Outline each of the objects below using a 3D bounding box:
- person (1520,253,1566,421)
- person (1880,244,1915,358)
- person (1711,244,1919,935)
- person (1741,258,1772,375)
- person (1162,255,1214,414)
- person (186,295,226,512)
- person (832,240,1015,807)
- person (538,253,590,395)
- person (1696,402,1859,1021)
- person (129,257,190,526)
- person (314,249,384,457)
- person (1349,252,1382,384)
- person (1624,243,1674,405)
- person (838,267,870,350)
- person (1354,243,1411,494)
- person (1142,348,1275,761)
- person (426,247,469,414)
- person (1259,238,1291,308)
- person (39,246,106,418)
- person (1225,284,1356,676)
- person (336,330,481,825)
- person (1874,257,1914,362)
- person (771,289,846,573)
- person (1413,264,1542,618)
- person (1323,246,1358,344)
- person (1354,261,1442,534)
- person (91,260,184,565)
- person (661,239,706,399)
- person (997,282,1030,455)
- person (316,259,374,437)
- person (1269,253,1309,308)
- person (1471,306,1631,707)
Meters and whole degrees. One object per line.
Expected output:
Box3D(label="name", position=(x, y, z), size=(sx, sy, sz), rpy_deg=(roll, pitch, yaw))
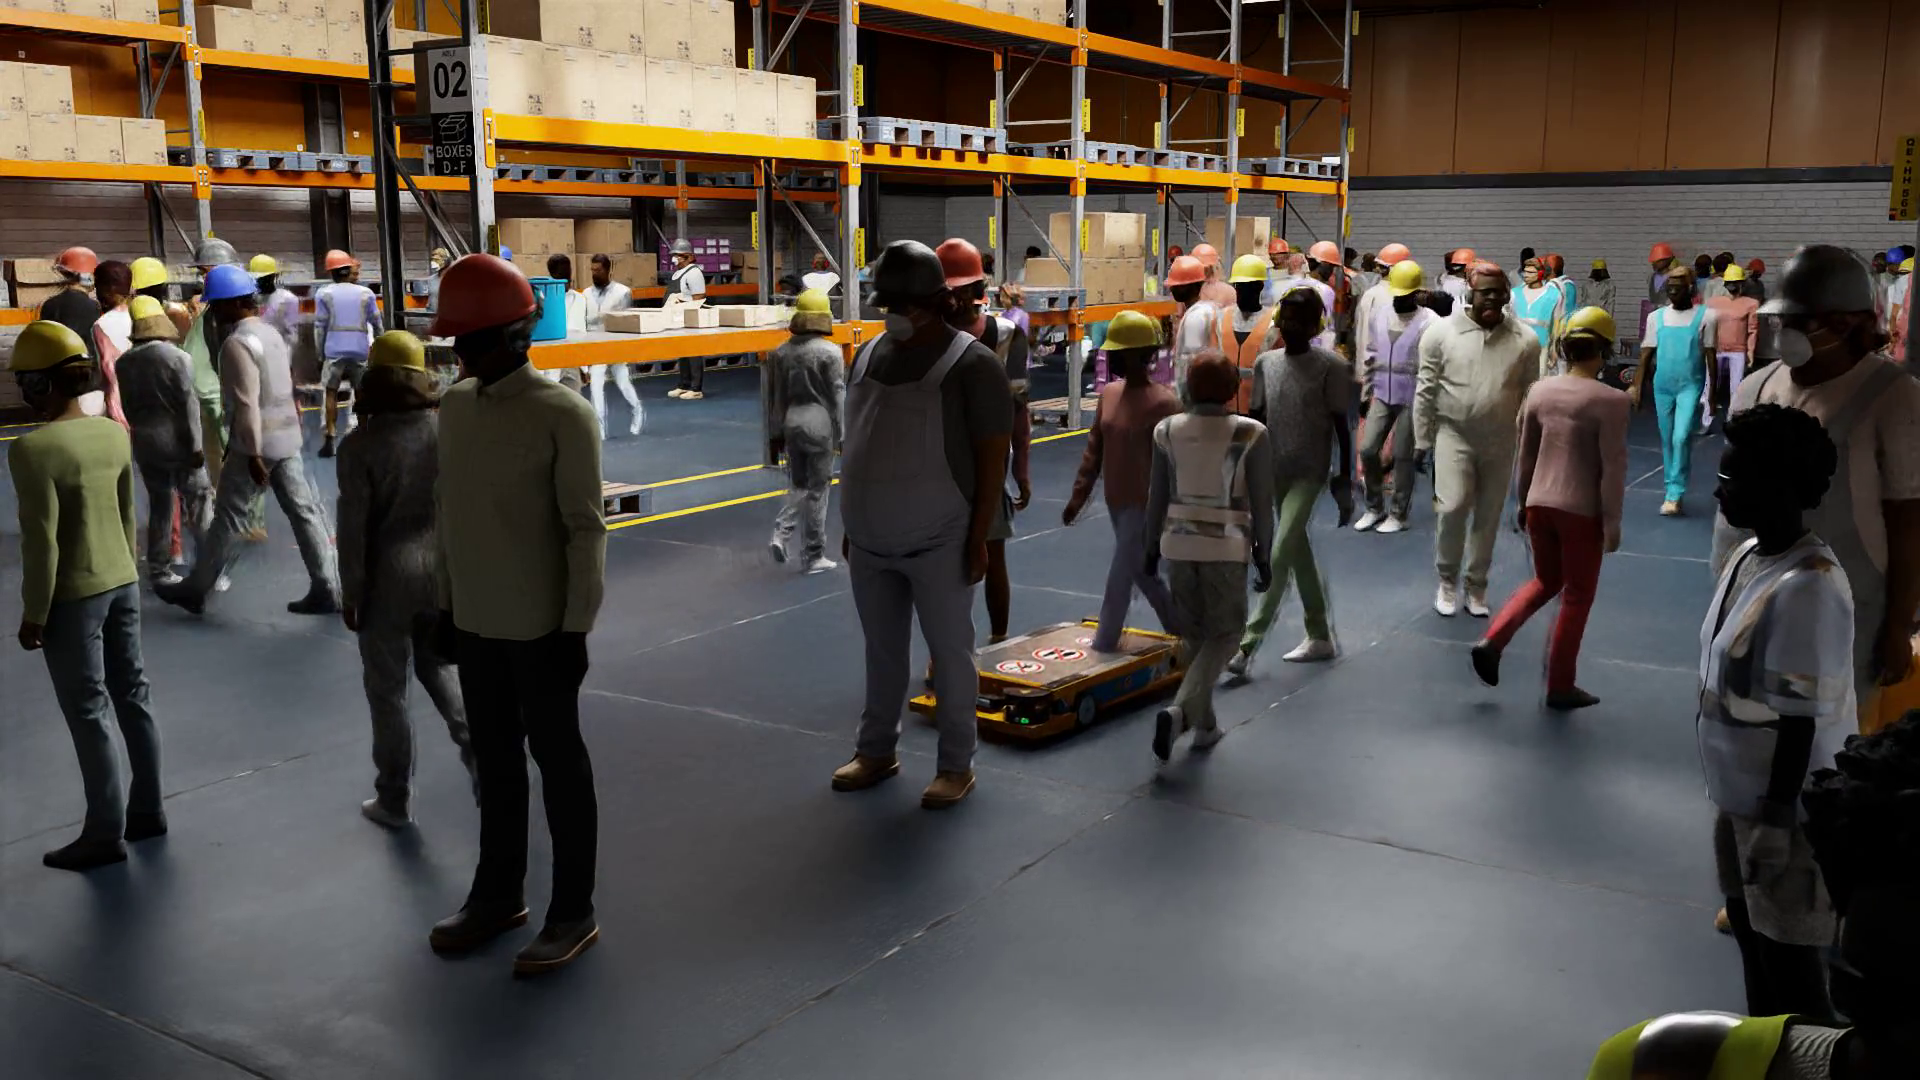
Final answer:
Box3D(label="person", position=(6.527, -2.237, 18.499), size=(0.393, 1.878, 0.581), rpy_deg=(6, 12, 31))
Box3D(label="person", position=(11.813, -2.725, 20.932), size=(0.600, 1.967, 0.368), rpy_deg=(7, 12, 32))
Box3D(label="person", position=(2.538, 0.136, 4.878), size=(0.737, 2.000, 0.696), rpy_deg=(-4, 11, -22))
Box3D(label="person", position=(11.943, -3.357, 25.054), size=(0.587, 1.744, 0.386), rpy_deg=(-8, 13, -37))
Box3D(label="person", position=(1.567, -1.030, 11.686), size=(0.669, 1.911, 0.577), rpy_deg=(2, 10, 11))
Box3D(label="person", position=(-5.395, -0.951, 12.027), size=(0.507, 1.632, 0.268), rpy_deg=(6, 12, 30))
Box3D(label="person", position=(-0.186, -0.061, 5.970), size=(0.672, 2.000, 0.536), rpy_deg=(7, 12, 32))
Box3D(label="person", position=(-3.452, -1.494, 14.287), size=(0.392, 1.910, 0.585), rpy_deg=(8, 13, 39))
Box3D(label="person", position=(1.749, 0.549, 3.593), size=(0.322, 1.685, 0.549), rpy_deg=(2, 10, 11))
Box3D(label="person", position=(-5.590, -1.019, 11.647), size=(0.424, 1.902, 0.644), rpy_deg=(-9, 13, -40))
Box3D(label="person", position=(-5.722, -1.747, 15.618), size=(0.663, 1.933, 0.466), rpy_deg=(-6, 12, -29))
Box3D(label="person", position=(5.731, -3.110, 23.406), size=(0.505, 1.847, 0.349), rpy_deg=(0, 10, 3))
Box3D(label="person", position=(8.506, -2.597, 20.205), size=(1.118, 1.970, 0.599), rpy_deg=(-4, 11, -23))
Box3D(label="person", position=(-1.555, -3.236, 24.240), size=(0.636, 1.803, 0.895), rpy_deg=(-3, 11, -17))
Box3D(label="person", position=(3.427, -1.372, 13.358), size=(0.397, 1.992, 0.623), rpy_deg=(-3, 11, -18))
Box3D(label="person", position=(0.916, 0.073, 6.421), size=(0.556, 1.614, 0.637), rpy_deg=(7, 12, 34))
Box3D(label="person", position=(-5.909, -2.392, 19.168), size=(0.627, 1.940, 0.371), rpy_deg=(7, 12, 32))
Box3D(label="person", position=(3.917, -2.704, 20.604), size=(0.606, 2.044, 0.384), rpy_deg=(7, 12, 33))
Box3D(label="person", position=(-6.203, -1.072, 11.758), size=(0.619, 1.982, 0.465), rpy_deg=(5, 12, 28))
Box3D(label="person", position=(1.472, -0.264, 7.721), size=(0.974, 1.806, 0.612), rpy_deg=(-8, 13, -38))
Box3D(label="person", position=(-1.866, 0.147, 5.683), size=(0.489, 1.721, 0.495), rpy_deg=(10, 14, 44))
Box3D(label="person", position=(10.485, -2.215, 18.492), size=(0.404, 1.827, 0.601), rpy_deg=(-9, 13, -40))
Box3D(label="person", position=(-0.905, -0.655, 10.132), size=(0.498, 1.734, 0.384), rpy_deg=(7, 12, 32))
Box3D(label="person", position=(2.772, -0.510, 8.854), size=(0.671, 1.892, 0.508), rpy_deg=(0, 10, 2))
Box3D(label="person", position=(5.788, -3.550, 25.611), size=(0.655, 1.926, 0.472), rpy_deg=(4, 11, 23))
Box3D(label="person", position=(2.980, -0.955, 11.369), size=(0.534, 1.877, 0.665), rpy_deg=(-10, 14, -44))
Box3D(label="person", position=(-5.228, -0.773, 10.321), size=(0.818, 1.888, 0.602), rpy_deg=(3, 11, 15))
Box3D(label="person", position=(-3.542, -2.823, 21.272), size=(0.537, 2.000, 0.675), rpy_deg=(-6, 12, -29))
Box3D(label="person", position=(0.464, -1.611, 15.701), size=(0.468, 1.631, 0.537), rpy_deg=(-6, 12, -30))
Box3D(label="person", position=(-6.371, -1.983, 17.166), size=(0.567, 1.836, 0.601), rpy_deg=(7, 13, 35))
Box3D(label="person", position=(3.539, -2.074, 17.562), size=(0.566, 1.884, 0.676), rpy_deg=(-6, 12, -32))
Box3D(label="person", position=(2.581, -0.126, 7.141), size=(0.537, 1.745, 0.553), rpy_deg=(-5, 11, -25))
